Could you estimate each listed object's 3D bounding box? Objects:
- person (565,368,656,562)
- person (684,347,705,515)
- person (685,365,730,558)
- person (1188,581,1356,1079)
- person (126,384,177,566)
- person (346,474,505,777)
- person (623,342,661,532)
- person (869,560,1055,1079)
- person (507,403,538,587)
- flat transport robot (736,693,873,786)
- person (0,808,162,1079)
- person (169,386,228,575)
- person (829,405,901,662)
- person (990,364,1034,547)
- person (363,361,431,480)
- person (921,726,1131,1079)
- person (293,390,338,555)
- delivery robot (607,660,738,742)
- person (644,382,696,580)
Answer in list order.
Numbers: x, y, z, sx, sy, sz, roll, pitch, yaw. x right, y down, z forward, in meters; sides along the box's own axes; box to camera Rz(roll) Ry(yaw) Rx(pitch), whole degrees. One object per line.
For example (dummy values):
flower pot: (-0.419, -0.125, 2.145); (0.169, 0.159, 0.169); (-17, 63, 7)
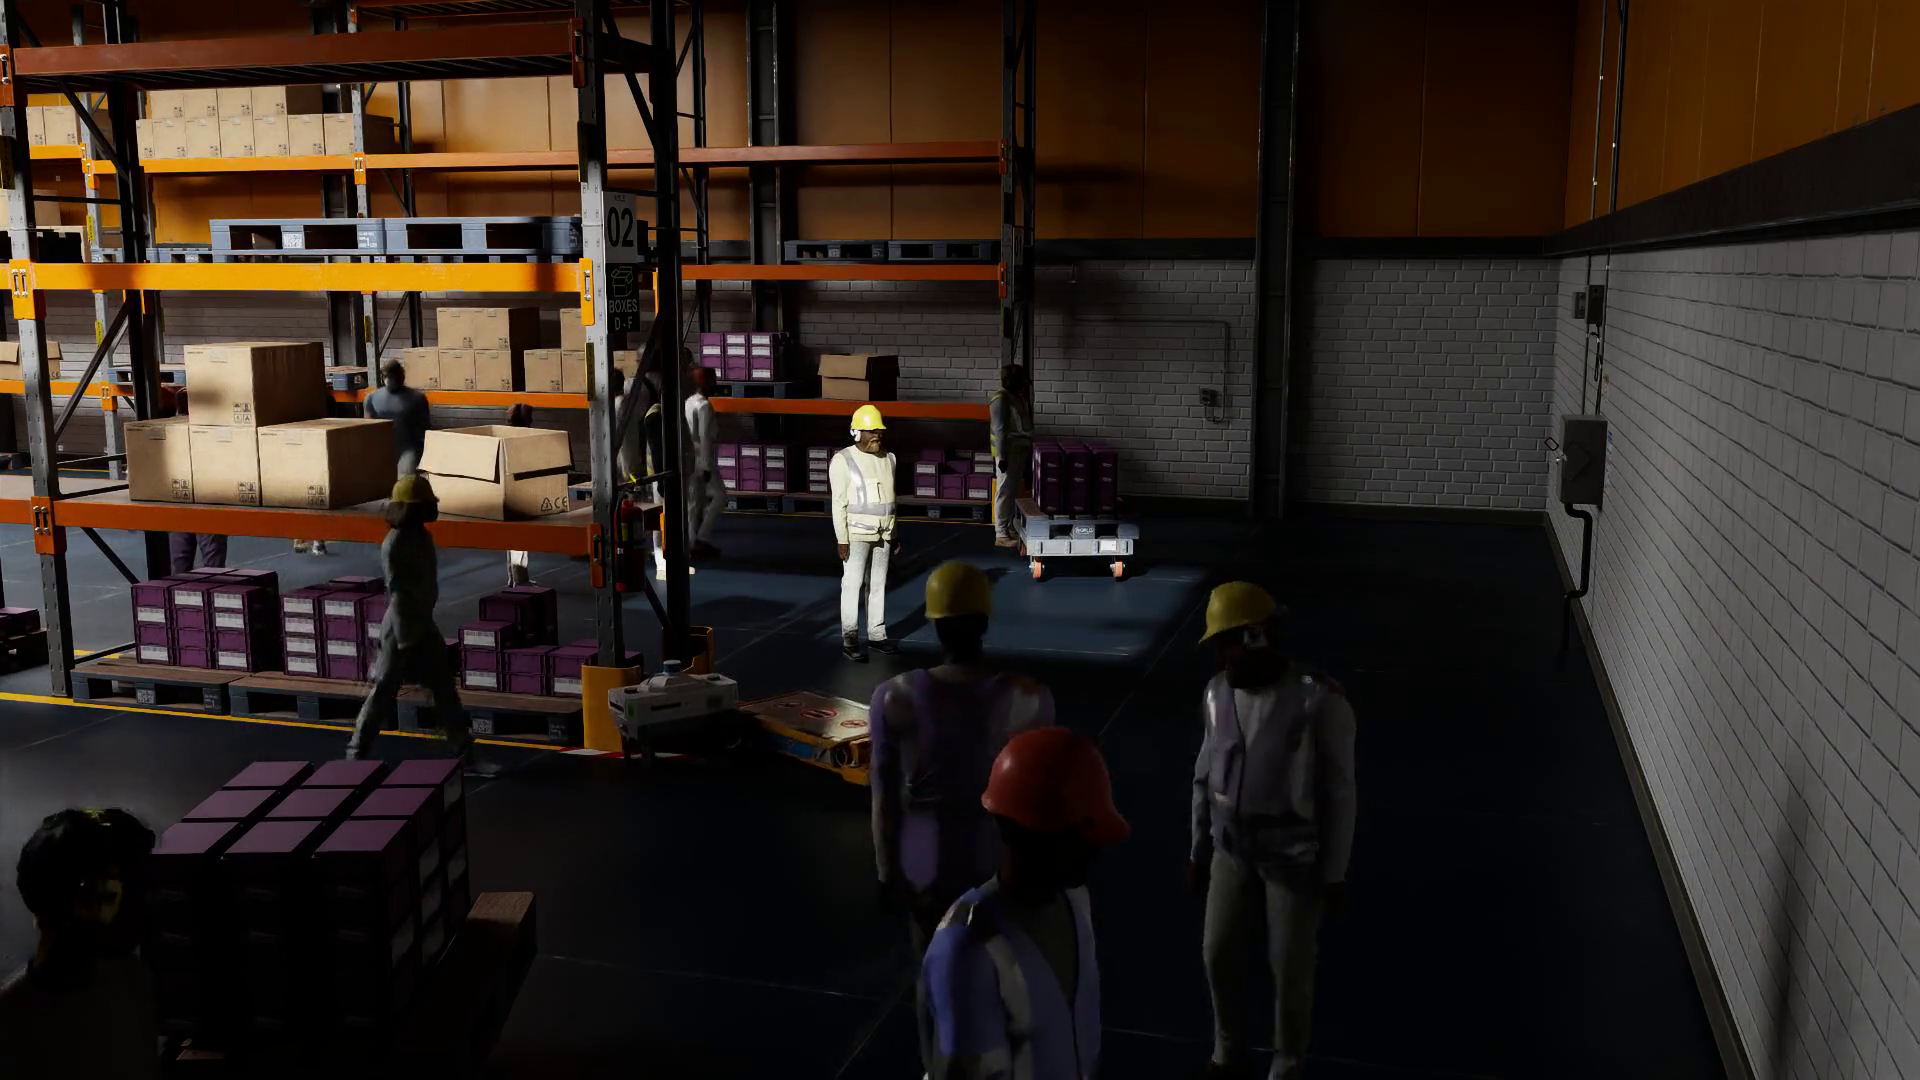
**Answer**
person: (-3.208, -0.713, 15.839); (1.068, 1.888, 0.652); (0, 9, -2)
person: (-3.094, -1.196, 18.579); (0.367, 1.940, 0.634); (3, 10, 15)
person: (-2.465, -0.745, 16.039); (0.421, 1.867, 0.570); (-6, 11, -32)
person: (1.014, 1.039, 5.474); (0.627, 1.792, 0.406); (9, 13, 43)
person: (-6.201, -0.267, 13.017); (0.550, 1.926, 0.675); (-1, 9, -4)
person: (-3.005, 0.482, 9.086); (0.899, 1.699, 0.501); (2, 10, 11)
person: (-3.272, -1.083, 17.576); (0.690, 2.000, 0.537); (-5, 11, -28)
person: (0.011, 1.011, 5.265); (0.599, 1.903, 0.774); (0, 9, -1)
person: (-3.818, -0.369, 14.457); (0.310, 1.636, 0.523); (-4, 10, -22)
flat transport robot: (-0.754, 1.110, 9.594); (0.652, 0.197, 1.431); (-9, 13, -43)
person: (-1.605, 1.417, 3.025); (0.387, 1.822, 0.608); (2, 10, 14)
person: (-5.903, -0.247, 12.890); (0.651, 1.906, 0.402); (1, 9, 5)
person: (-0.657, -0.054, 11.940); (0.404, 1.833, 0.590); (9, 13, 44)
person: (0.528, -0.857, 16.812); (0.429, 1.840, 0.637); (3, 10, 19)
person: (-5.618, -0.846, 16.615); (0.628, 1.878, 1.081); (0, 9, -2)
person: (0.073, 1.297, 3.493); (0.942, 1.907, 0.547); (7, 12, 37)
person: (-6.349, -0.820, 16.188); (0.633, 1.979, 0.510); (-4, 10, -21)
delivery robot: (-1.645, 0.931, 9.532); (0.707, 0.478, 0.477); (-6, 11, -34)
person: (-2.599, -0.560, 15.021); (0.430, 1.838, 0.620); (1, 9, 8)
